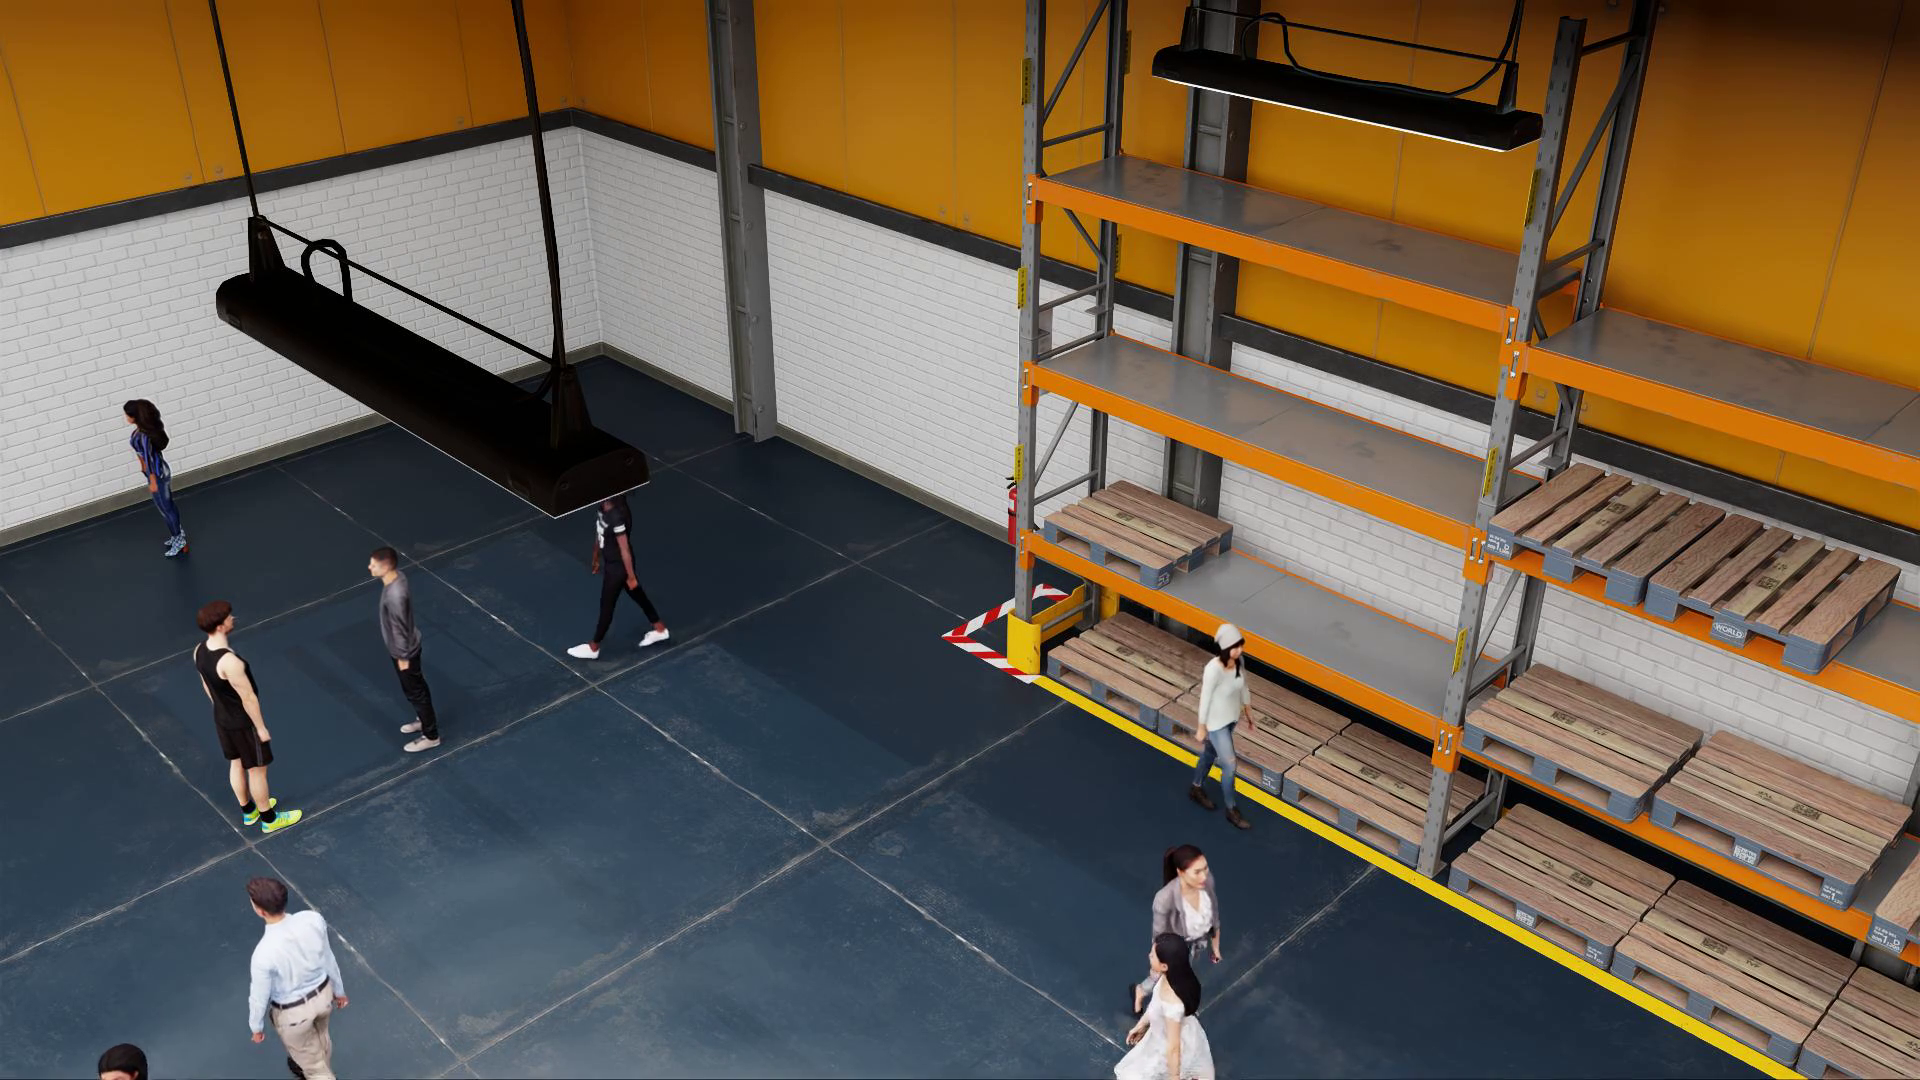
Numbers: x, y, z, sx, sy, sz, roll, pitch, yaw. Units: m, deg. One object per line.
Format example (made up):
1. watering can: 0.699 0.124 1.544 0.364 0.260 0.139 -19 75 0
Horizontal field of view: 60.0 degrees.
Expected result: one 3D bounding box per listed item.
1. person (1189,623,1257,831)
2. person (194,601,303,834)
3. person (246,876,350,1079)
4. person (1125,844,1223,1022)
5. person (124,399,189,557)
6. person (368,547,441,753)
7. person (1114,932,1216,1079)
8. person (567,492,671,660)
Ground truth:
1. person: 1.870 1.302 12.308 0.830 1.629 0.592 24 36 36
2. person: -5.233 1.288 12.060 0.584 1.892 0.785 18 33 29
3. person: -3.718 2.706 9.531 1.018 1.822 0.822 16 32 27
4. person: 1.295 2.487 10.123 0.698 1.641 1.094 -22 35 -34
5. person: -7.647 -0.613 15.829 0.756 1.619 0.629 -10 30 -18
6. person: -4.344 0.831 13.036 0.742 1.759 0.604 -10 30 -17
7. person: 1.262 2.921 9.247 1.243 1.717 0.922 10 30 18
8. person: -2.832 0.223 14.220 0.977 1.691 1.158 -12 31 -21
